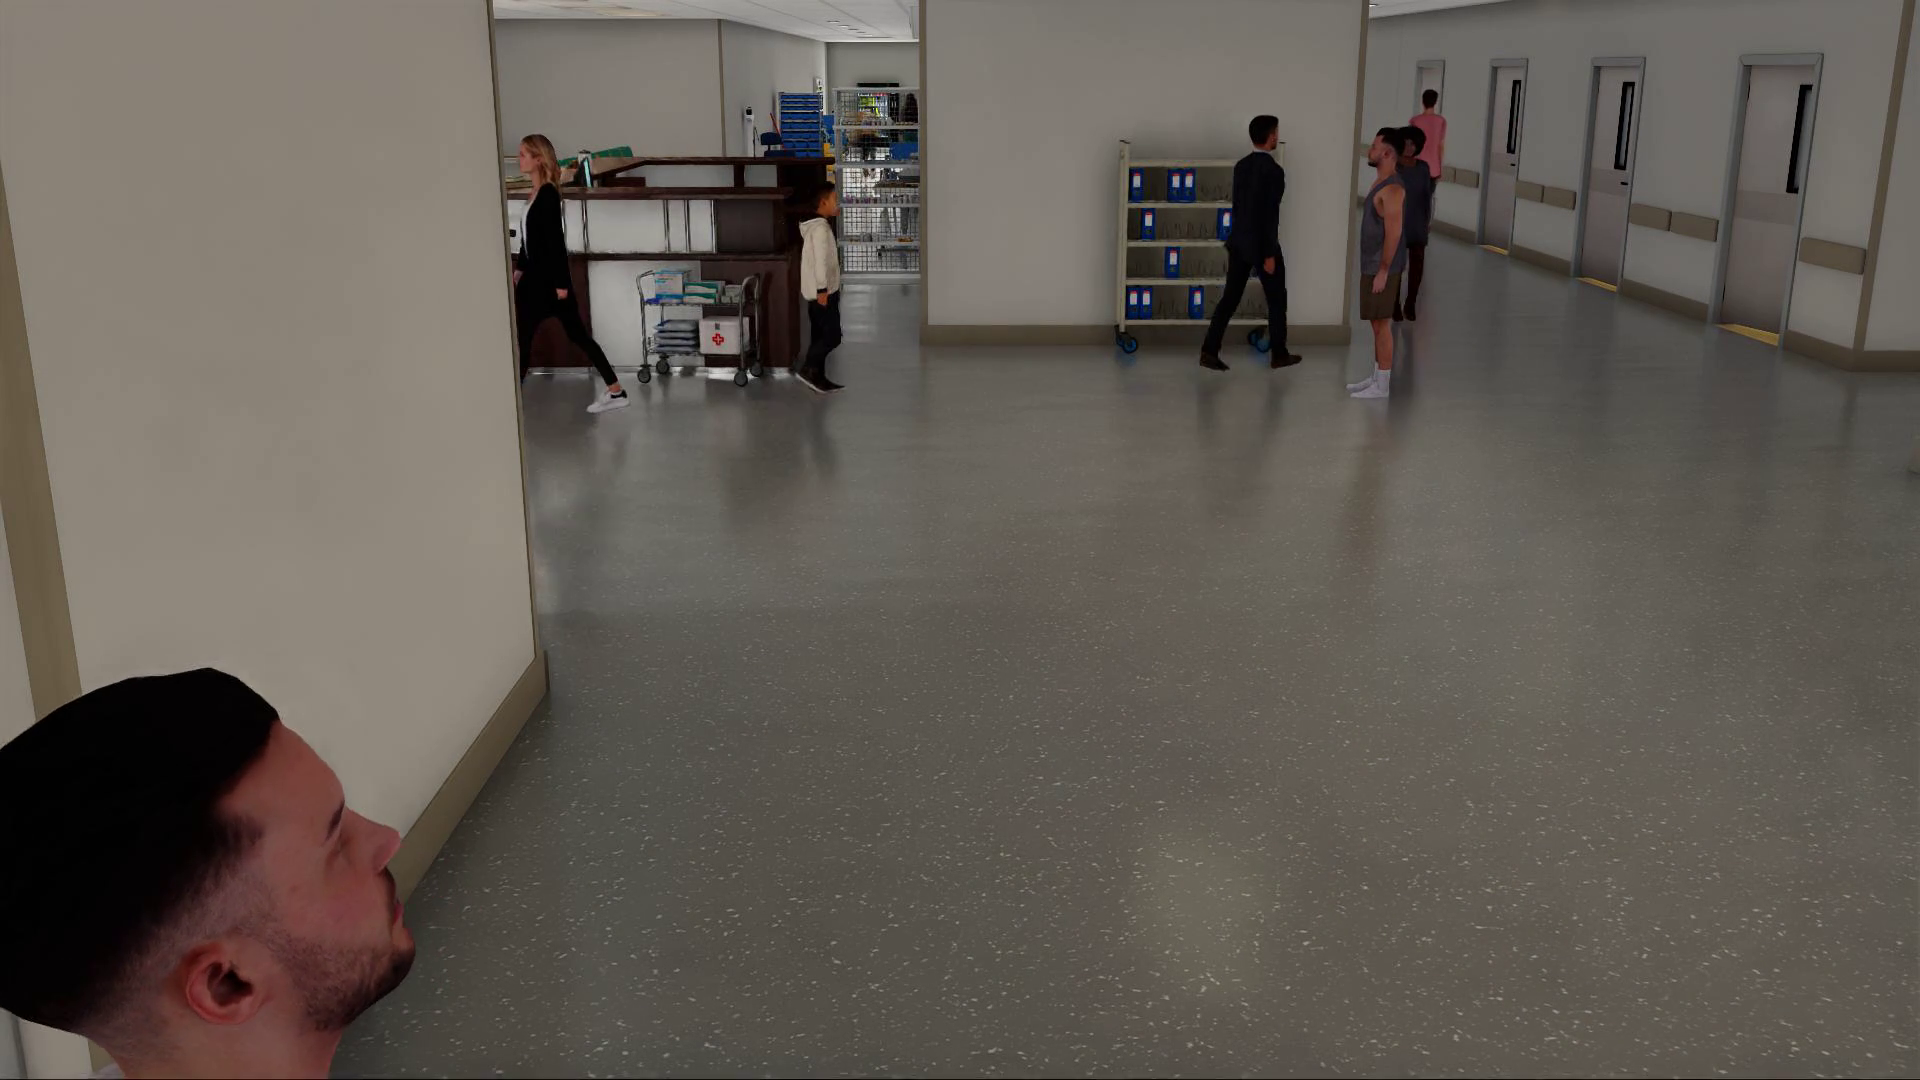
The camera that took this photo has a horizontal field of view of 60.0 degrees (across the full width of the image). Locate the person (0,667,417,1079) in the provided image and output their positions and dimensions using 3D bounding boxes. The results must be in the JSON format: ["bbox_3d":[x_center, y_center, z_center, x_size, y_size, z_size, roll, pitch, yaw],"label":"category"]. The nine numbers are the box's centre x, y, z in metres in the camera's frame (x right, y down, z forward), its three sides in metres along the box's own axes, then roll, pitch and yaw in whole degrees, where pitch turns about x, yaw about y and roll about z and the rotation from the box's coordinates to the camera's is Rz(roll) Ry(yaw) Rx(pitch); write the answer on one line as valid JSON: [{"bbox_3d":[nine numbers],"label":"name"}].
[{"bbox_3d":[-0.436,0.950,1.201,0.808,1.842,0.762,-14,21,-40],"label":"person"}]

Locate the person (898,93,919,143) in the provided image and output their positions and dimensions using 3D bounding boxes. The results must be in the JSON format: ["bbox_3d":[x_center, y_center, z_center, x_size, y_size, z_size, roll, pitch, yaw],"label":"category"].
[{"bbox_3d":[-1.022,-8.325,34.393,1.045,1.682,0.726,-1,16,-3],"label":"person"}]

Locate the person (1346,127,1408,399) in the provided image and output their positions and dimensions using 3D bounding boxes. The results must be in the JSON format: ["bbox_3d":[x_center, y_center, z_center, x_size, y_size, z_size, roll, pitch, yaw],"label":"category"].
[{"bbox_3d":[2.892,-1.879,11.369,0.633,1.846,0.668,3,16,10],"label":"person"}]

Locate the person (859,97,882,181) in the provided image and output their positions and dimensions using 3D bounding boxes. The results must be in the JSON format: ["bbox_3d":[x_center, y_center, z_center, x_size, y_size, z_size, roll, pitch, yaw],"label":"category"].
[{"bbox_3d":[-1.844,-8.213,34.066,0.816,1.645,0.676,1,16,3],"label":"person"}]

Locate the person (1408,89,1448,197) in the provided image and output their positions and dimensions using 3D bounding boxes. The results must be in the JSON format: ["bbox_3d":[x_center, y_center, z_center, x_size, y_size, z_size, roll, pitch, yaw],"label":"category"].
[{"bbox_3d":[5.728,-4.539,20.527,1.156,1.920,0.754,1,16,3],"label":"person"}]

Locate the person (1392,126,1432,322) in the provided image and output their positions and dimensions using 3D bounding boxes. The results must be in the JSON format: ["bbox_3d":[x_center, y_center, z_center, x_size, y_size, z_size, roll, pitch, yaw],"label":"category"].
[{"bbox_3d":[3.927,-2.789,14.730,0.577,1.697,0.691,1,16,4],"label":"person"}]

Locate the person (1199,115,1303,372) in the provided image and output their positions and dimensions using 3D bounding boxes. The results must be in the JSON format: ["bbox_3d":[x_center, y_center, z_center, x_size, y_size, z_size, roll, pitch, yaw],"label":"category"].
[{"bbox_3d":[2.056,-2.074,11.962,1.279,1.823,1.129,-12,20,-36],"label":"person"}]

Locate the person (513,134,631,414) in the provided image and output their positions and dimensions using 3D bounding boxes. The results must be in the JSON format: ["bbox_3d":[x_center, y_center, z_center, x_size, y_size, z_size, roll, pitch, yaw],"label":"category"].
[{"bbox_3d":[-2.452,-1.576,10.336,1.270,1.747,0.861,-5,16,-16],"label":"person"}]

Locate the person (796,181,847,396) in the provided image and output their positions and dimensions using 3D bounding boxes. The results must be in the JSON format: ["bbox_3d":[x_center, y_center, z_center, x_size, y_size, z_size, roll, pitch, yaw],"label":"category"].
[{"bbox_3d":[-1.016,-1.699,11.333,0.598,1.443,0.622,-1,16,-4],"label":"person"}]
